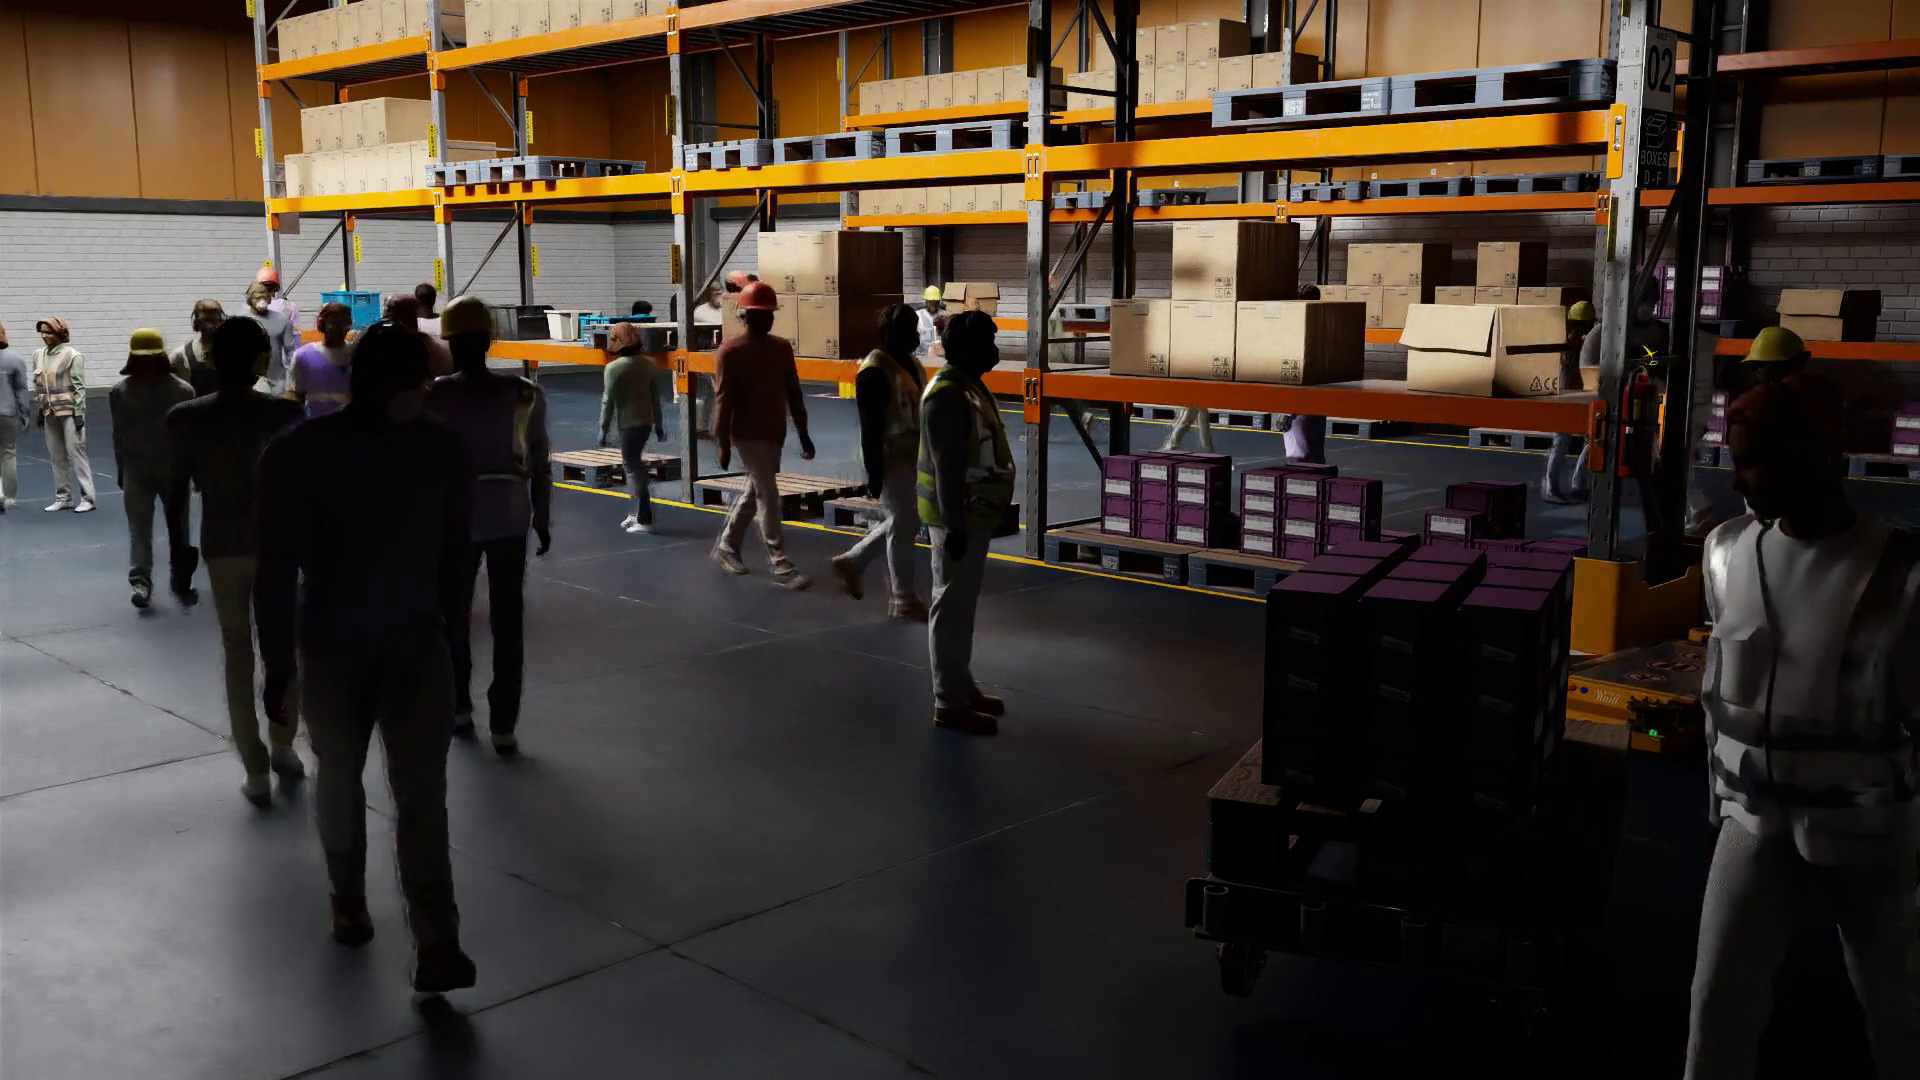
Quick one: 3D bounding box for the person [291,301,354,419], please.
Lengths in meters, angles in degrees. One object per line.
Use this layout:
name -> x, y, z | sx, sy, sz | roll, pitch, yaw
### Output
person -> -4.277, -0.727, 11.366 | 0.578, 1.814, 0.721 | -8, 12, -41

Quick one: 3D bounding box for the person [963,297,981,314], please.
person -> 0.181, -2.572, 23.266 | 0.492, 1.625, 0.284 | -4, 10, -25

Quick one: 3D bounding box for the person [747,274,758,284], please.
person -> -2.729, -2.488, 21.738 | 0.640, 1.944, 0.744 | -3, 10, -18

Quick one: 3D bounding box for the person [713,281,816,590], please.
person -> -1.315, -0.688, 10.732 | 1.007, 1.955, 0.618 | 7, 12, 38

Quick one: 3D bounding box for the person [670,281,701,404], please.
person -> -4.138, -3.029, 24.918 | 0.379, 1.996, 0.609 | -5, 10, -28

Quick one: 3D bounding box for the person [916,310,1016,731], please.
person -> 0.031, -0.094, 7.396 | 0.430, 1.845, 0.624 | 2, 9, 11

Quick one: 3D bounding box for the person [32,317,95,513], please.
person -> -7.460, -1.036, 13.835 | 0.513, 1.631, 0.316 | 3, 10, 20

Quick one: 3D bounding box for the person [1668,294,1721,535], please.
person -> 5.421, -0.915, 12.366 | 0.628, 1.866, 0.517 | -6, 11, -35

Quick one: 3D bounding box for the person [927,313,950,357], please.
person -> -0.111, -1.405, 16.195 | 0.839, 1.604, 0.524 | 6, 11, 34

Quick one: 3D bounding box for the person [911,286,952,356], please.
person -> -0.324, -2.262, 20.781 | 0.613, 1.805, 0.604 | -3, 10, -16

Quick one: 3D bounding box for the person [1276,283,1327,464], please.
person -> 2.684, -1.052, 13.071 | 0.410, 1.909, 0.643 | 8, 12, 39

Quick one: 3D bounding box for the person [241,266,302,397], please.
person -> -7.634, -2.008, 18.503 | 0.608, 2.048, 0.365 | -3, 10, -17

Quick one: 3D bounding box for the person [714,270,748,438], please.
person -> -2.701, -2.186, 19.718 | 0.643, 2.007, 0.495 | -1, 9, -7

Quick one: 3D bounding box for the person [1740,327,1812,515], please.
person -> 3.627, -0.069, 7.478 | 0.325, 1.767, 0.533 | 6, 11, 34

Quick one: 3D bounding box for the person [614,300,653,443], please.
person -> -3.700, -1.883, 18.870 | 0.401, 1.664, 0.598 | 7, 12, 38

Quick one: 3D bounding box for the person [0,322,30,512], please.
person -> -8.051, -1.039, 13.885 | 0.511, 1.609, 0.692 | -7, 12, -37

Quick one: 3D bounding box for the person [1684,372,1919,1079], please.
person -> 1.729, 0.576, 3.362 | 1.030, 1.825, 0.641 | -5, 11, -30

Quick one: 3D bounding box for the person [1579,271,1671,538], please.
person -> 4.635, -0.843, 11.380 | 0.698, 2.000, 0.894 | 0, 9, -3

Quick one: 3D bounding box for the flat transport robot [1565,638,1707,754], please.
flat transport robot -> 3.181, 0.675, 7.487 | 1.431, 0.197, 0.652 | -8, 12, -41

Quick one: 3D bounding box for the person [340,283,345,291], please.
person -> -9.061, -2.923, 24.765 | 0.588, 1.835, 0.403 | 2, 9, 13

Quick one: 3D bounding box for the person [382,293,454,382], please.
person -> -3.205, -0.513, 9.865 | 0.668, 1.879, 0.688 | 5, 11, 28

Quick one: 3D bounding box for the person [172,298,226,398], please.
person -> -5.173, -0.769, 11.581 | 0.523, 1.824, 0.623 | -5, 10, -27

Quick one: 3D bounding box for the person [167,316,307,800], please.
person -> -2.767, 0.063, 6.434 | 0.551, 1.839, 0.580 | -4, 10, -22

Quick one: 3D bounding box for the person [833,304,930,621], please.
person -> -0.430, -0.453, 9.637 | 0.666, 1.828, 0.631 | 3, 10, 20

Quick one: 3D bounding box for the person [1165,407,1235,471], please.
person -> 2.394, -1.612, 16.816 | 0.833, 1.846, 0.538 | 4, 10, 23

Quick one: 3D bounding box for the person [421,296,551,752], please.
person -> -2.055, -0.083, 7.132 | 0.614, 1.896, 0.780 | -4, 10, -24

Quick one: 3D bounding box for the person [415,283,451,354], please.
person -> -4.916, -1.442, 15.515 | 0.791, 1.897, 0.595 | 9, 13, 44

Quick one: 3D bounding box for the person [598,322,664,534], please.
person -> -2.551, -0.851, 12.714 | 0.566, 1.610, 0.524 | 6, 11, 32

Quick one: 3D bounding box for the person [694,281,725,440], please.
person -> -2.810, -2.073, 19.410 | 1.031, 1.871, 0.618 | 8, 12, 42

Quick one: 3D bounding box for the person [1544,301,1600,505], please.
person -> 5.273, -1.150, 14.169 | 0.538, 1.751, 0.546 | -9, 13, -43

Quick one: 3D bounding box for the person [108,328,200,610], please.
person -> -4.840, -0.440, 10.047 | 0.494, 1.669, 0.960 | -3, 10, -20

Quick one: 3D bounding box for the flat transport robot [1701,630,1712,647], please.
flat transport robot -> 4.292, 0.526, 8.396 | 1.431, 0.197, 0.652 | -7, 11, -36

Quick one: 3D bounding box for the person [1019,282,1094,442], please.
person -> 1.109, -2.083, 19.256 | 0.792, 1.954, 0.649 | 3, 10, 19

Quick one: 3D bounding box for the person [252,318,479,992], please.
person -> -1.646, 0.323, 4.720 | 0.659, 1.868, 1.062 | -5, 11, -29

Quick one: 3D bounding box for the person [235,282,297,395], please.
person -> -6.989, -1.632, 16.695 | 0.647, 1.897, 1.000 | -9, 13, -44
